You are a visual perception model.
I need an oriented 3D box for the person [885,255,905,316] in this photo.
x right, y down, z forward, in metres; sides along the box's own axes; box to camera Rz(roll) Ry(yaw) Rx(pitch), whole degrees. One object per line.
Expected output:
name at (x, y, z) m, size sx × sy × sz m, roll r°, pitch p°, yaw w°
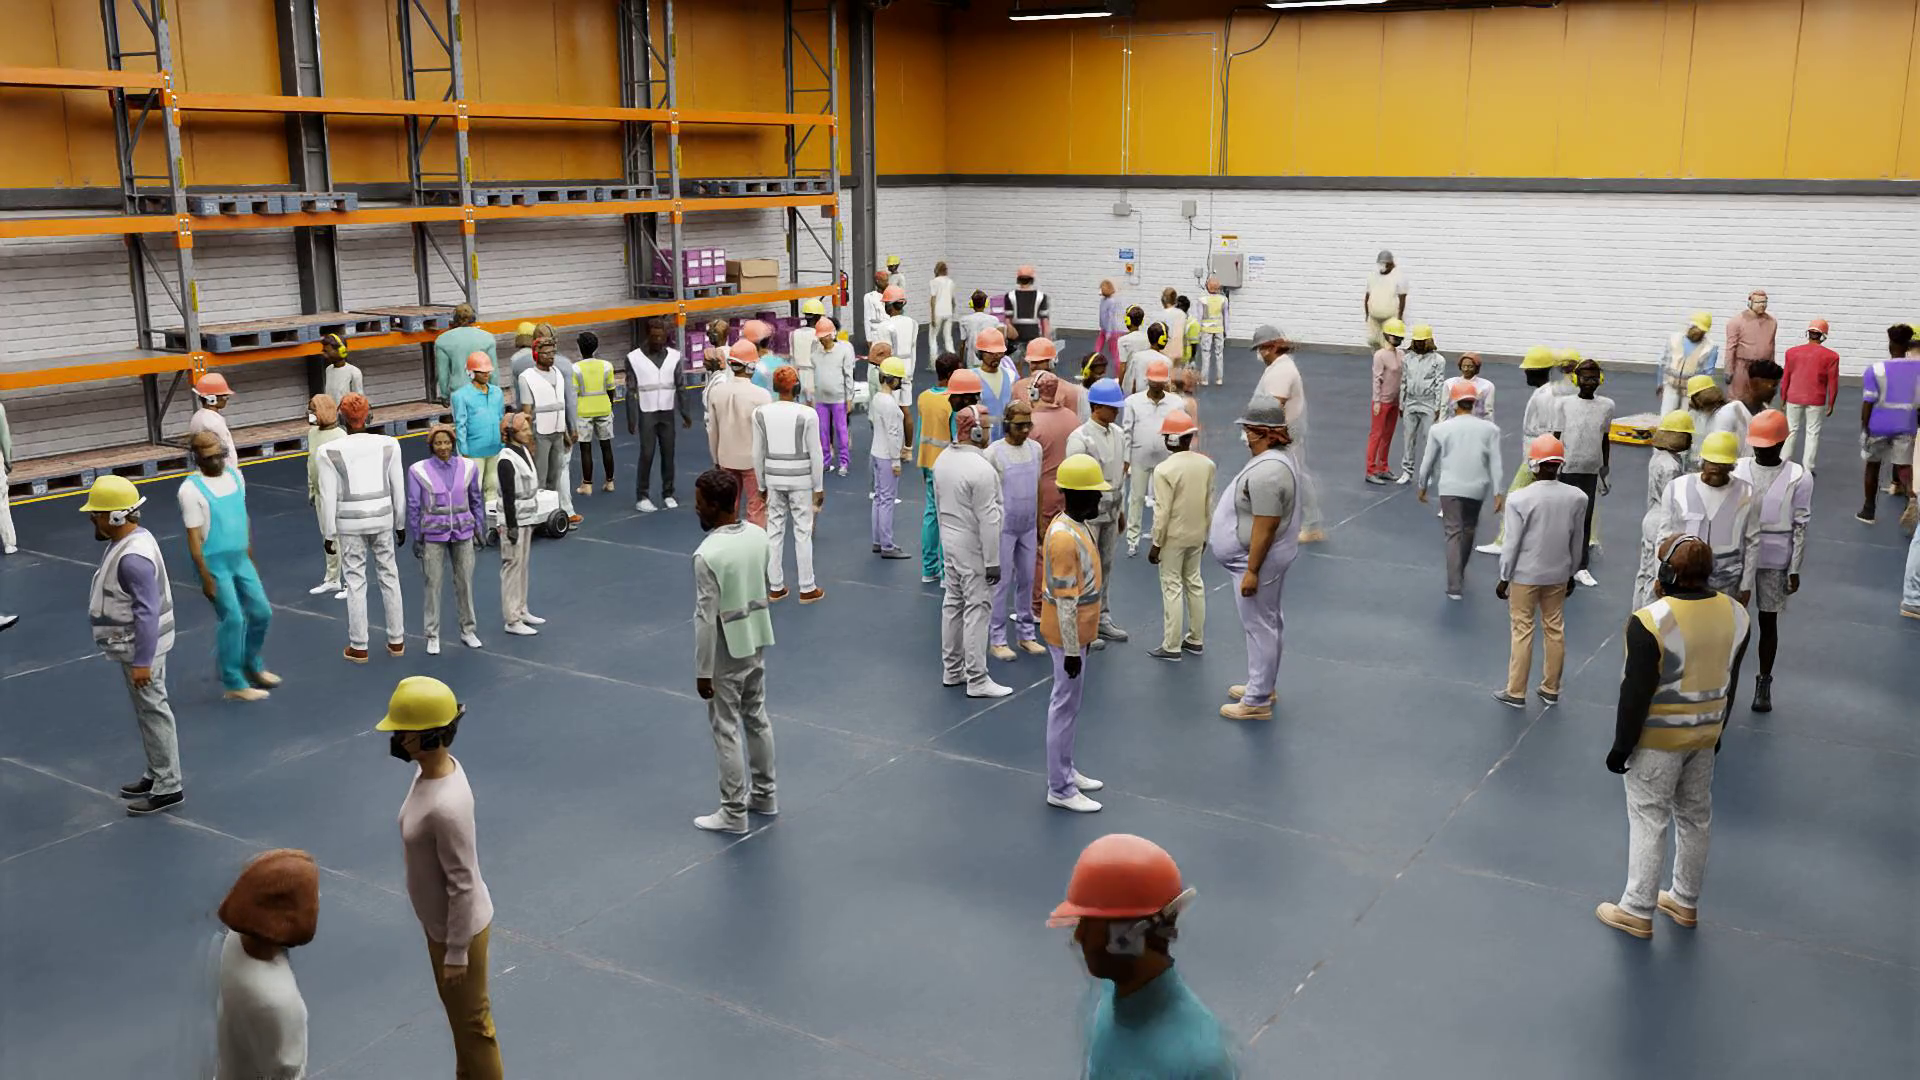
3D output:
person at (-1.169, -4.158, 29.472) m, size 0.343 × 1.758 × 0.525 m, roll -10°, pitch 16°, yaw -38°

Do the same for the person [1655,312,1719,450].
person at (8.143, -1.696, 18.751) m, size 0.657 × 1.771 × 0.764 m, roll 9°, pitch 15°, yaw 33°

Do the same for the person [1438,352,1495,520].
person at (4.879, -1.001, 16.051) m, size 0.521 × 1.632 × 0.314 m, roll 8°, pitch 15°, yaw 32°

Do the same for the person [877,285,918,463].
person at (-0.745, -1.854, 18.844) m, size 0.376 × 2.043 × 0.609 m, roll 10°, pitch 16°, yaw 37°

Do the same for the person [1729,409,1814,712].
person at (5.025, 0.127, 10.505) m, size 0.552 × 1.926 × 0.366 m, roll 9°, pitch 16°, yaw 33°

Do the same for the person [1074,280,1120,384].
person at (2.163, -3.178, 25.539) m, size 0.801 × 1.592 × 0.523 m, roll -5°, pitch 14°, yaw -21°

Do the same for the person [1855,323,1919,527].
person at (8.790, -1.053, 15.624) m, size 0.601 × 1.939 × 0.806 m, roll 3°, pitch 13°, yaw 11°

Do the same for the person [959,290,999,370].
person at (0.244, -2.155, 20.562) m, size 0.508 × 1.860 × 0.334 m, roll 1°, pitch 13°, yaw 3°

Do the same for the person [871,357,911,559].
person at (-0.612, -0.717, 14.536) m, size 0.323 × 1.761 × 0.523 m, roll -4°, pitch 14°, yaw -17°

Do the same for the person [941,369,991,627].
person at (0.048, -0.304, 12.350) m, size 0.373 × 1.934 × 0.551 m, roll -1°, pitch 13°, yaw -5°

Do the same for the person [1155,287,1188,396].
person at (2.708, -2.316, 21.351) m, size 0.555 × 1.828 × 0.432 m, roll -9°, pitch 15°, yaw -33°

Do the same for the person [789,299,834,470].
person at (-1.636, -1.714, 18.512) m, size 0.587 × 1.918 × 0.400 m, roll 11°, pitch 17°, yaw 39°

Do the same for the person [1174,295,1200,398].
person at (2.909, -2.377, 21.887) m, size 0.320 × 1.692 × 0.536 m, roll -12°, pitch 17°, yaw -41°

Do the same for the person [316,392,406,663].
person at (-4.123, -0.085, 11.521) m, size 0.575 × 1.882 × 0.355 m, roll -9°, pitch 16°, yaw -34°

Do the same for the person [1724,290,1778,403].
person at (9.487, -2.038, 19.941) m, size 0.655 × 1.906 × 0.407 m, roll -2°, pitch 13°, yaw -9°

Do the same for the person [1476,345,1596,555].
person at (5.074, -0.754, 14.413) m, size 0.954 × 1.884 × 0.600 m, roll 6°, pitch 14°, yaw 24°

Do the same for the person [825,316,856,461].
person at (-1.463, -1.783, 19.326) m, size 0.549 × 1.673 × 0.566 m, roll 1°, pitch 13°, yaw 4°

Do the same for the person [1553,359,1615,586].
person at (5.052, -0.546, 13.551) m, size 0.526 × 1.871 × 0.324 m, roll 0°, pitch 13°, yaw -1°

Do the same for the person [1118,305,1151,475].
person at (1.901, -1.654, 18.354) m, size 0.531 × 1.870 × 0.317 m, roll -9°, pitch 16°, yaw -35°

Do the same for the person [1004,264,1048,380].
person at (0.924, -2.827, 23.163) m, size 0.619 × 2.013 × 0.951 m, roll -1°, pitch 13°, yaw -4°

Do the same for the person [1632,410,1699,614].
person at (4.944, -0.046, 11.660) m, size 0.294 × 1.742 × 0.485 m, roll 2°, pitch 13°, yaw 9°

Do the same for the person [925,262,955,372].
person at (-0.296, -3.597, 26.968) m, size 0.548 × 1.783 × 0.727 m, roll -7°, pitch 15°, yaw -29°

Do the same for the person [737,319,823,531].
person at (-1.667, -1.028, 15.354) m, size 0.831 × 2.008 × 0.625 m, roll 5°, pitch 14°, yaw 20°

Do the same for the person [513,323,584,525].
person at (-3.887, -1.082, 15.725) m, size 0.628 × 1.940 × 0.373 m, roll 4°, pitch 13°, yaw 15°

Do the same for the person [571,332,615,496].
person at (-3.813, -1.304, 17.212) m, size 0.531 × 1.697 × 0.320 m, roll -9°, pitch 16°, yaw -35°

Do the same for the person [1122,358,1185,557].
person at (1.685, -0.714, 14.533) m, size 0.560 × 1.751 × 0.332 m, roll 0°, pitch 13°, yaw -1°

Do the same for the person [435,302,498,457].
person at (-5.287, -1.586, 17.909) m, size 0.629 × 1.940 × 0.378 m, roll -3°, pitch 13°, yaw -14°

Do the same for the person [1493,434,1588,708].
person at (3.674, 0.197, 10.580) m, size 0.572 × 1.750 × 0.329 m, roll -3°, pitch 13°, yaw -13°

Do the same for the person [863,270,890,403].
person at (-1.118, -2.881, 23.648) m, size 0.356 × 1.885 × 0.572 m, roll 13°, pitch 18°, yaw 43°

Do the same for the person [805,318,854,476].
person at (-1.445, -1.573, 18.303) m, size 0.572 × 1.737 × 0.354 m, roll 4°, pitch 13°, yaw 15°

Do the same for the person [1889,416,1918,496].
person at (9.809, -1.239, 16.964) m, size 0.319 × 1.685 × 0.539 m, roll -6°, pitch 14°, yaw -25°

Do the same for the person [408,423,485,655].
person at (-3.620, -0.015, 11.752) m, size 0.523 × 1.638 × 0.311 m, roll -8°, pitch 15°, yaw -31°

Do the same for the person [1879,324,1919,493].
person at (9.861, -1.359, 17.320) m, size 0.341 × 1.759 × 0.525 m, roll 12°, pitch 17°, yaw 42°

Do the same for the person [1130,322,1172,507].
person at (1.929, -1.254, 16.666) m, size 0.340 × 1.855 × 0.526 m, roll -12°, pitch 18°, yaw -42°

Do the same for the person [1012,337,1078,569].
person at (0.685, -0.705, 13.963) m, size 0.622 × 1.992 × 0.394 m, roll 6°, pitch 14°, yaw 25°

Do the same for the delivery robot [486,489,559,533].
delivery robot at (-3.981, -0.295, 15.134) m, size 0.477 × 0.478 × 0.707 m, roll 6°, pitch 14°, yaw 24°

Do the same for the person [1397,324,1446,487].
person at (4.892, -1.432, 17.692) m, size 0.480 × 1.733 × 0.339 m, roll 8°, pitch 15°, yaw 32°

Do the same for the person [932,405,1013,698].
person at (0.089, 0.071, 10.794) m, size 0.407 × 1.908 × 0.641 m, roll -8°, pitch 15°, yaw -30°

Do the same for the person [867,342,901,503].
person at (-0.786, -1.187, 16.847) m, size 0.282 × 1.633 × 0.500 m, roll -4°, pitch 14°, yaw -17°
